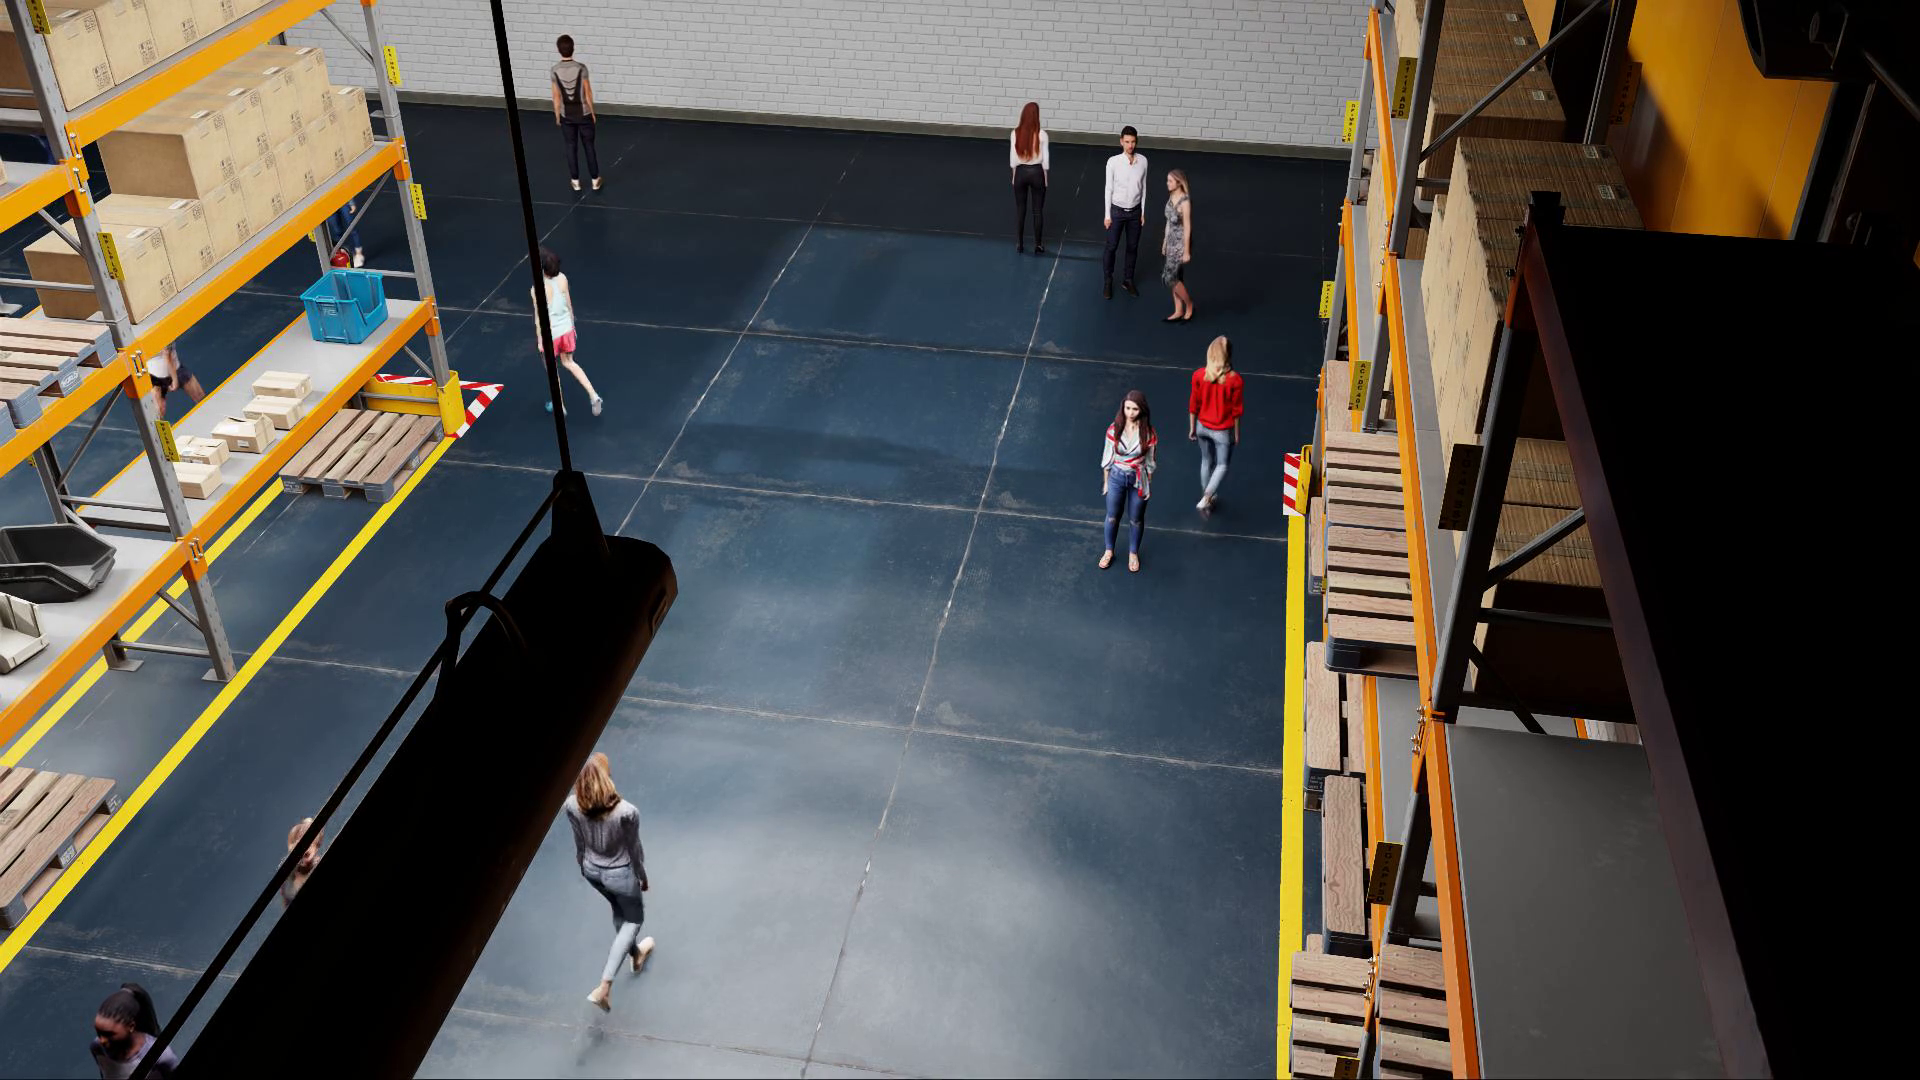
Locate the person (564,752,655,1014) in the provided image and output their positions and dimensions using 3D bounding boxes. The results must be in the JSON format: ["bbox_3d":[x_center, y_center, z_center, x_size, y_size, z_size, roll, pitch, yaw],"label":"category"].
[{"bbox_3d":[-2.034,1.986,9.588,0.670,1.774,1.024,9,35,13],"label":"person"}]

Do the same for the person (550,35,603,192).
[{"bbox_3d":[-4.687,-5.204,20.297,0.695,1.895,0.651,-3,34,-5],"label":"person"}]

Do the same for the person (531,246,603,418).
[{"bbox_3d":[-3.689,-1.874,15.417,0.938,1.750,1.008,24,40,31],"label":"person"}]

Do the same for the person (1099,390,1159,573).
[{"bbox_3d":[1.366,-0.487,13.454,0.586,1.614,0.505,7,34,10],"label":"person"}]

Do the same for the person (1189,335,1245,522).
[{"bbox_3d":[2.131,-0.894,13.993,0.757,1.695,0.944,14,36,20],"label":"person"}]

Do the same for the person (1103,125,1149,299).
[{"bbox_3d":[1.765,-3.528,17.799,0.698,1.868,0.694,-6,34,-9],"label":"person"}]

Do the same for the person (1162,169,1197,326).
[{"bbox_3d":[2.352,-3.041,17.233,0.746,1.683,0.675,-8,35,-12],"label":"person"}]

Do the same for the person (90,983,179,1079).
[{"bbox_3d":[-3.988,2.883,8.285,0.603,1.722,0.549,6,34,10],"label":"person"}]

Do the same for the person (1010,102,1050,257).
[{"bbox_3d":[0.783,-4.044,18.671,0.589,1.763,0.498,7,34,10],"label":"person"}]

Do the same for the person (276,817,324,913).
[{"bbox_3d":[-3.521,2.185,9.367,0.612,1.687,0.877,3,34,5],"label":"person"}]
